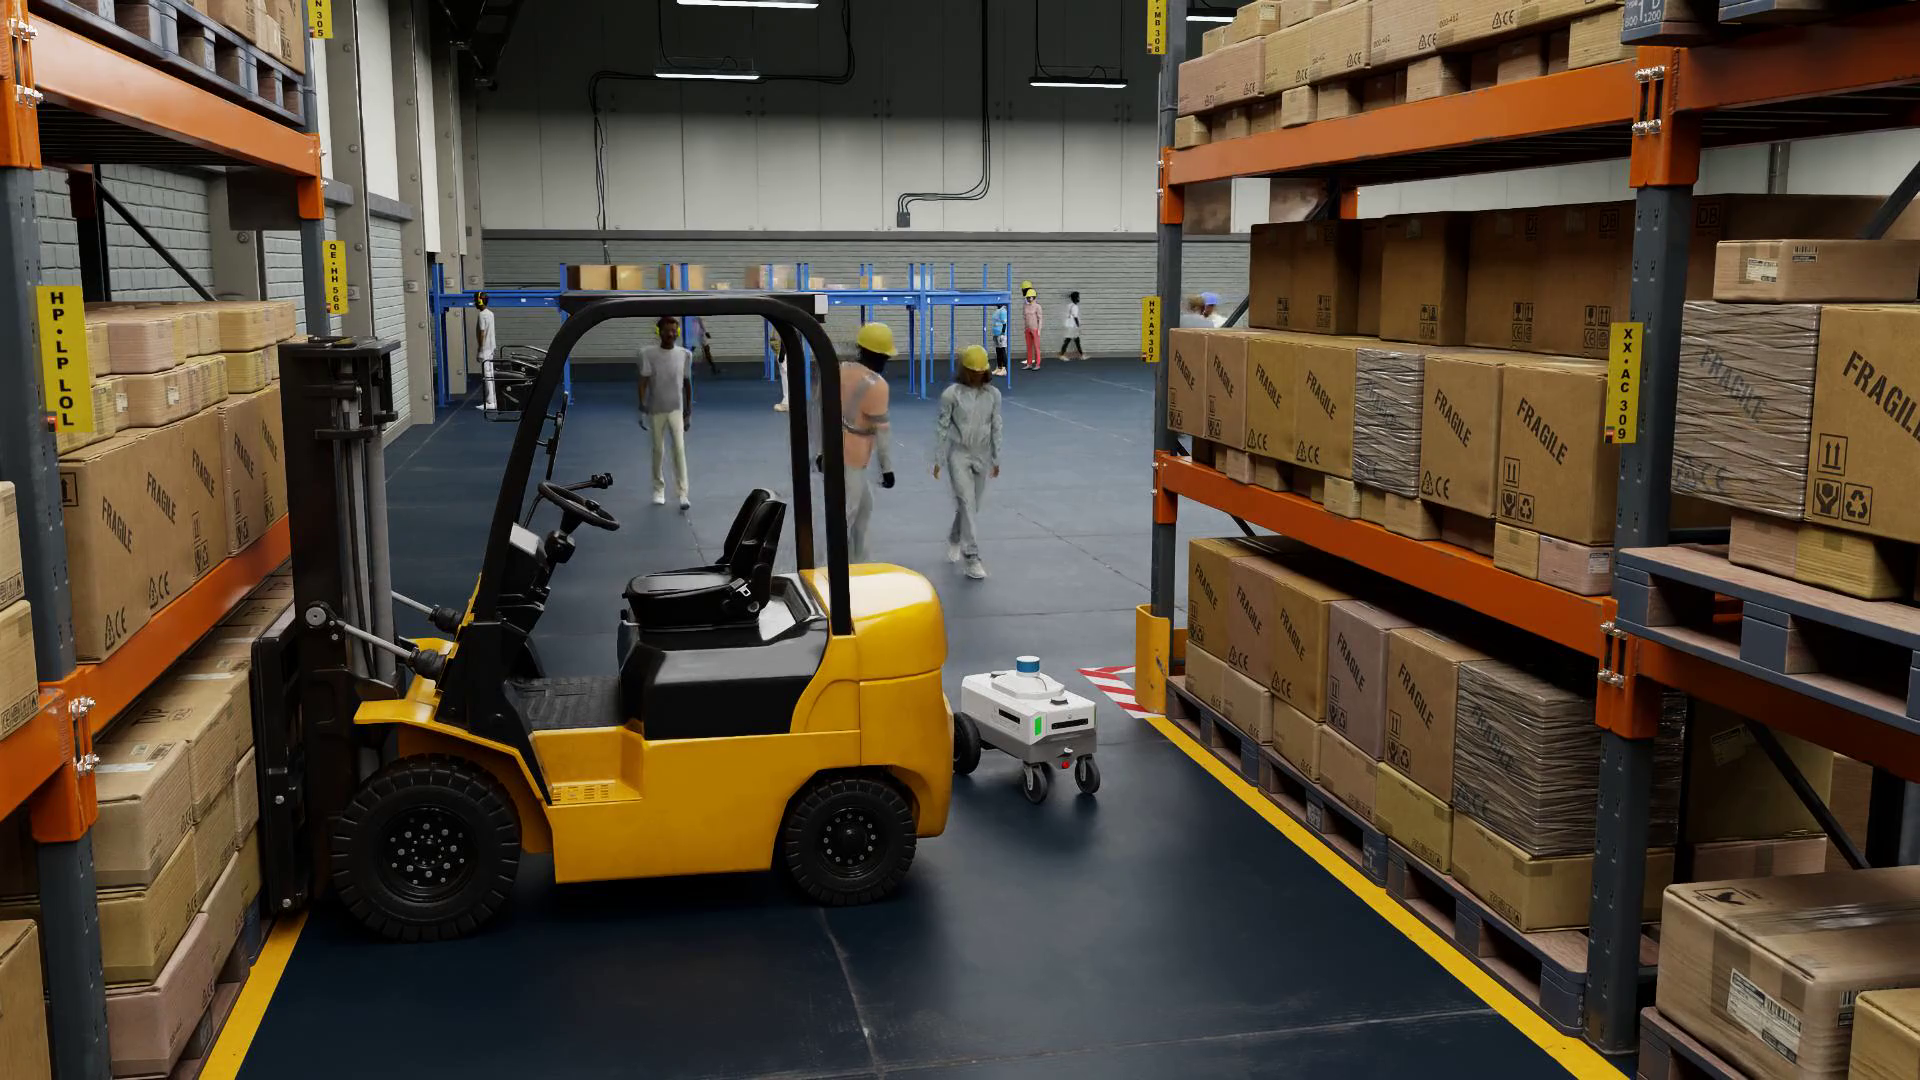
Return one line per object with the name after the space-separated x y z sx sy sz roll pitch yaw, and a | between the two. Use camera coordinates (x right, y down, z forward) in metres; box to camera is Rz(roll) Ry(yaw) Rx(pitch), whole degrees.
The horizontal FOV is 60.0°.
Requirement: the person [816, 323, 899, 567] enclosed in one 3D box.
-0.677 -0.584 11.648 0.728 1.865 0.673 -5 11 -28 | person

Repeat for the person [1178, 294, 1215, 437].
3.167 -2.330 22.234 1.040 1.880 0.650 -8 13 -42 | person

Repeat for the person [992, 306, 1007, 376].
0.823 -4.275 34.641 0.318 1.700 0.536 -3 10 -20 | person

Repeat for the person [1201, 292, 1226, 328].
3.575 -2.568 23.624 0.916 1.916 0.603 -8 12 -41 | person

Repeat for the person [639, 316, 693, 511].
-2.754 -1.201 15.567 0.534 1.816 0.997 -3 10 -16 | person

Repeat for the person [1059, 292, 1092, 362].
2.771 -5.096 39.773 0.857 1.646 0.550 0 9 -3 | person

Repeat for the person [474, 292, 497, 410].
-7.567 -3.019 26.511 0.313 1.864 0.513 0 9 2 | person

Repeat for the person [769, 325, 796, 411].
-2.787 -2.967 26.230 0.429 1.847 0.625 0 9 -2 | person

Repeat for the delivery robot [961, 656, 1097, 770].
0.299 0.754 7.311 0.477 0.478 0.707 -5 11 -28 | delivery robot

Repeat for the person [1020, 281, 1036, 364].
1.582 -5.086 38.904 0.384 1.922 0.593 2 9 11 | person

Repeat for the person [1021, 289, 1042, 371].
1.570 -4.604 36.445 0.328 1.767 0.530 -8 12 -41 | person

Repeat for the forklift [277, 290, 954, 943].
-1.179 0.175 6.143 2.313 2.155 1.214 -2 10 -12 | forklift

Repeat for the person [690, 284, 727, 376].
-5.409 -4.353 34.564 1.011 1.894 0.543 -1 9 -8 | person

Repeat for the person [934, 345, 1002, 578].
0.037 -0.618 12.378 0.521 1.701 0.840 -5 10 -26 | person
